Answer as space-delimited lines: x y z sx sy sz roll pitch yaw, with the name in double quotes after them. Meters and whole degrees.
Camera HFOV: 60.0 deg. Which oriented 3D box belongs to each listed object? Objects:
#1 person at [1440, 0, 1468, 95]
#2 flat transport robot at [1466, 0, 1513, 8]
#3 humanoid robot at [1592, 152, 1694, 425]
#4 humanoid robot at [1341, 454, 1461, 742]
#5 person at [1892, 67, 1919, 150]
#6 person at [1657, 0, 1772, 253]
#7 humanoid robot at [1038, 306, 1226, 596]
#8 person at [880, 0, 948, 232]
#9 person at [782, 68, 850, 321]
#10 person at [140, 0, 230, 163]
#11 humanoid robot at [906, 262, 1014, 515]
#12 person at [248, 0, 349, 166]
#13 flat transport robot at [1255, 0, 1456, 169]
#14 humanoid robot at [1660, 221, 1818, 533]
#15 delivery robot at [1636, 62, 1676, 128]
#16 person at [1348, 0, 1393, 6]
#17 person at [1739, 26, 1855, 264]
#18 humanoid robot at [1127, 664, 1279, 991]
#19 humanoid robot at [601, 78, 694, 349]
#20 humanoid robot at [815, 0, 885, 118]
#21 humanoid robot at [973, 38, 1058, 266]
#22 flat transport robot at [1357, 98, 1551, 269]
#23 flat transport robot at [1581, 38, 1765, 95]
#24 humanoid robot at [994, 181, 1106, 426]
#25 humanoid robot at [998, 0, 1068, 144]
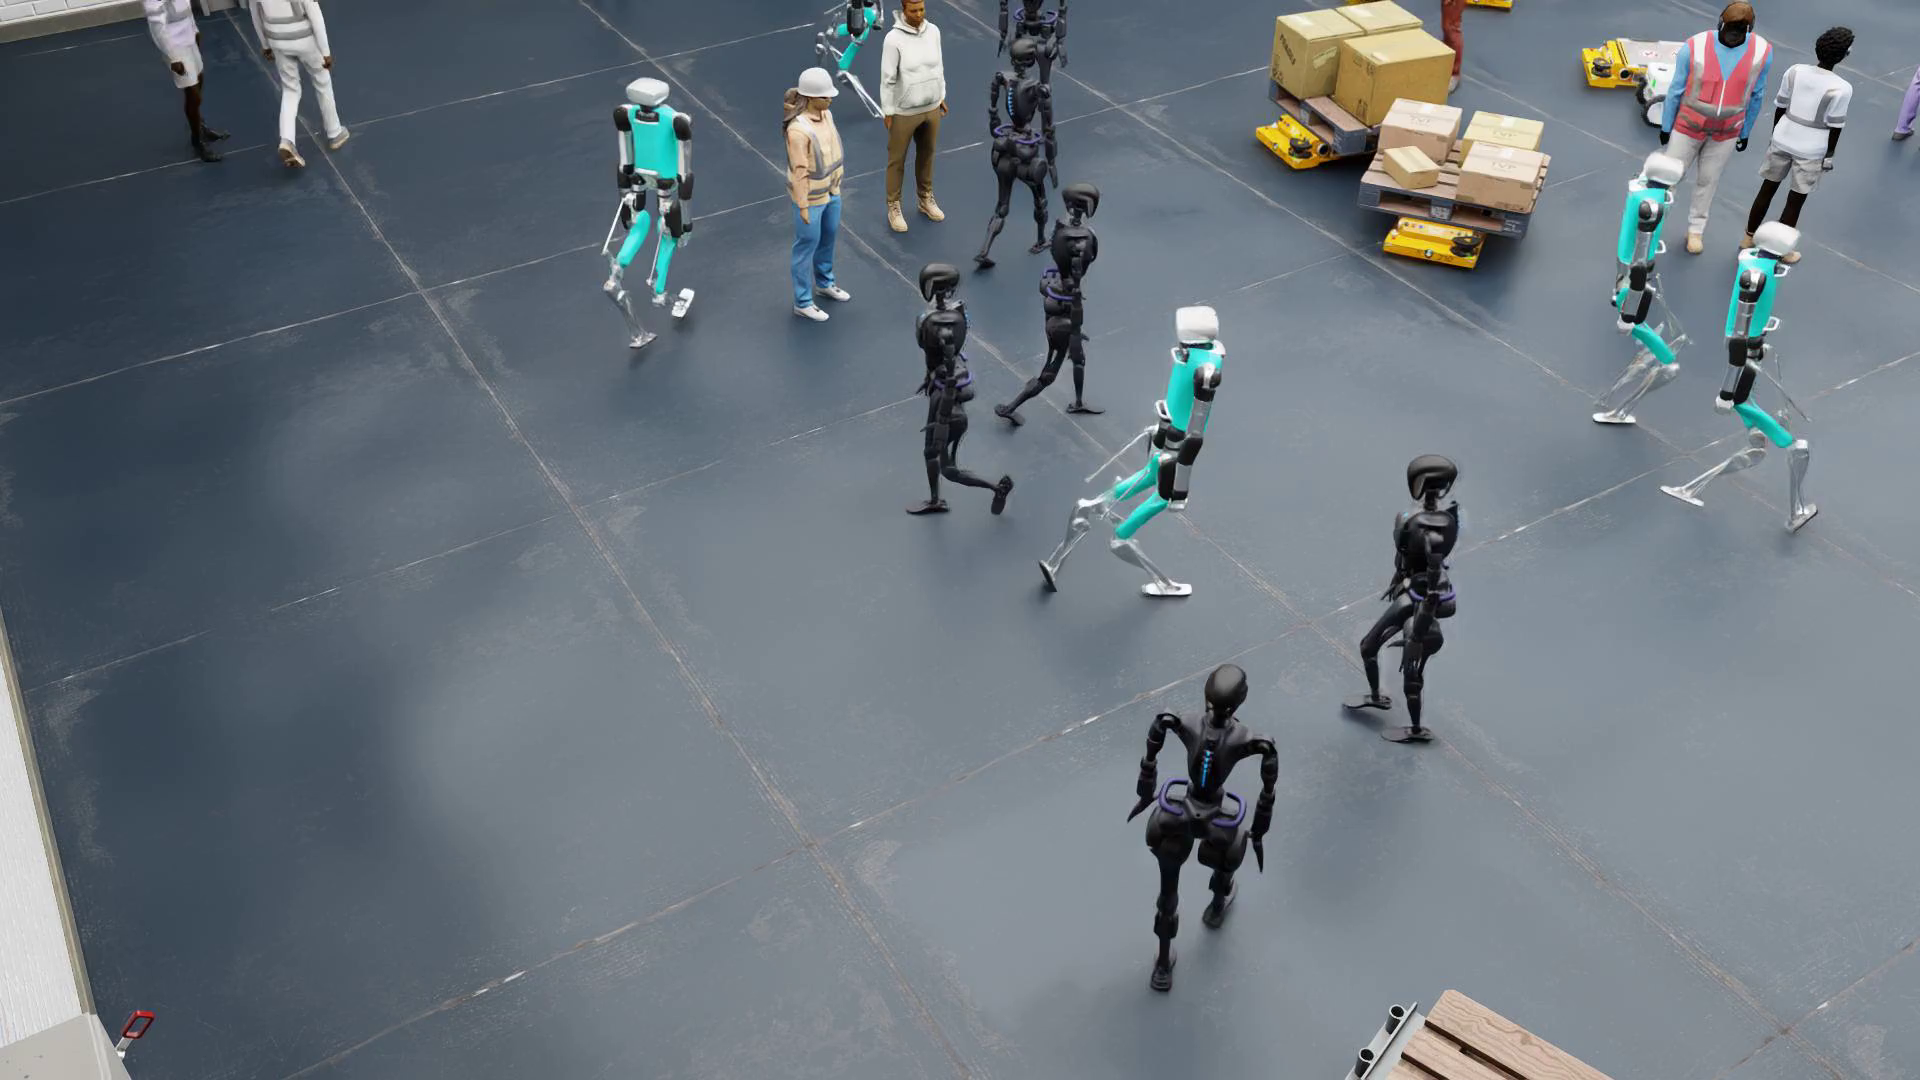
4.189 -4.750 14.003 0.420 1.873 0.669 3 39 4 "person"
5.148 -5.590 16.346 0.659 0.231 1.431 12 40 14 "flat transport robot"
4.155 -1.408 9.916 0.661 1.844 0.540 8 39 10 "humanoid robot"
2.102 0.306 7.781 0.517 1.641 0.605 1 38 1 "humanoid robot"
7.789 -3.963 13.021 0.389 1.848 0.562 -20 43 -24 "person"
5.245 -2.893 11.689 0.630 1.837 0.431 8 39 10 "person"
0.821 -0.380 8.599 0.973 1.766 0.560 -2 38 -3 "humanoid robot"
-0.346 -3.117 12.018 0.531 1.766 0.364 -21 43 -24 "person"
-0.960 -2.307 11.036 0.376 1.722 0.497 18 42 21 "person"
-6.054 -3.877 12.882 0.455 1.895 0.622 1 38 1 "person"
-0.010 -0.822 9.202 0.579 1.636 0.601 -6 39 -8 "humanoid robot"
-5.154 -3.806 12.814 0.577 1.858 0.821 2 38 2 "person"
3.188 -3.325 13.488 1.431 0.231 0.659 -13 40 -16 "flat transport robot"
4.601 -0.845 9.189 0.947 1.767 0.564 21 43 24 "humanoid robot"
6.018 -3.722 13.770 0.799 0.608 0.499 7 39 9 "delivery robot"
3.530 -4.695 14.064 0.890 1.699 0.597 16 41 20 "person"
5.865 -2.744 11.603 0.320 1.697 0.531 -20 43 -24 "person"
0.980 1.098 6.784 0.585 1.641 0.637 12 40 15 "humanoid robot"
-2.029 -1.983 10.601 0.549 1.728 0.942 13 40 16 "humanoid robot"
-1.005 -4.292 13.569 0.997 1.774 0.538 14 41 17 "humanoid robot"
0.394 -2.688 11.599 0.601 1.652 0.746 26 45 29 "humanoid robot"
3.652 -2.478 12.418 0.659 0.231 1.431 16 41 19 "flat transport robot"
6.202 -4.113 14.482 1.431 0.231 0.659 6 39 8 "flat transport robot"
0.568 -1.415 9.981 0.727 1.633 0.600 -3 39 -4 "humanoid robot"
0.589 -3.993 13.198 0.615 1.648 0.387 16 41 19 "humanoid robot"
